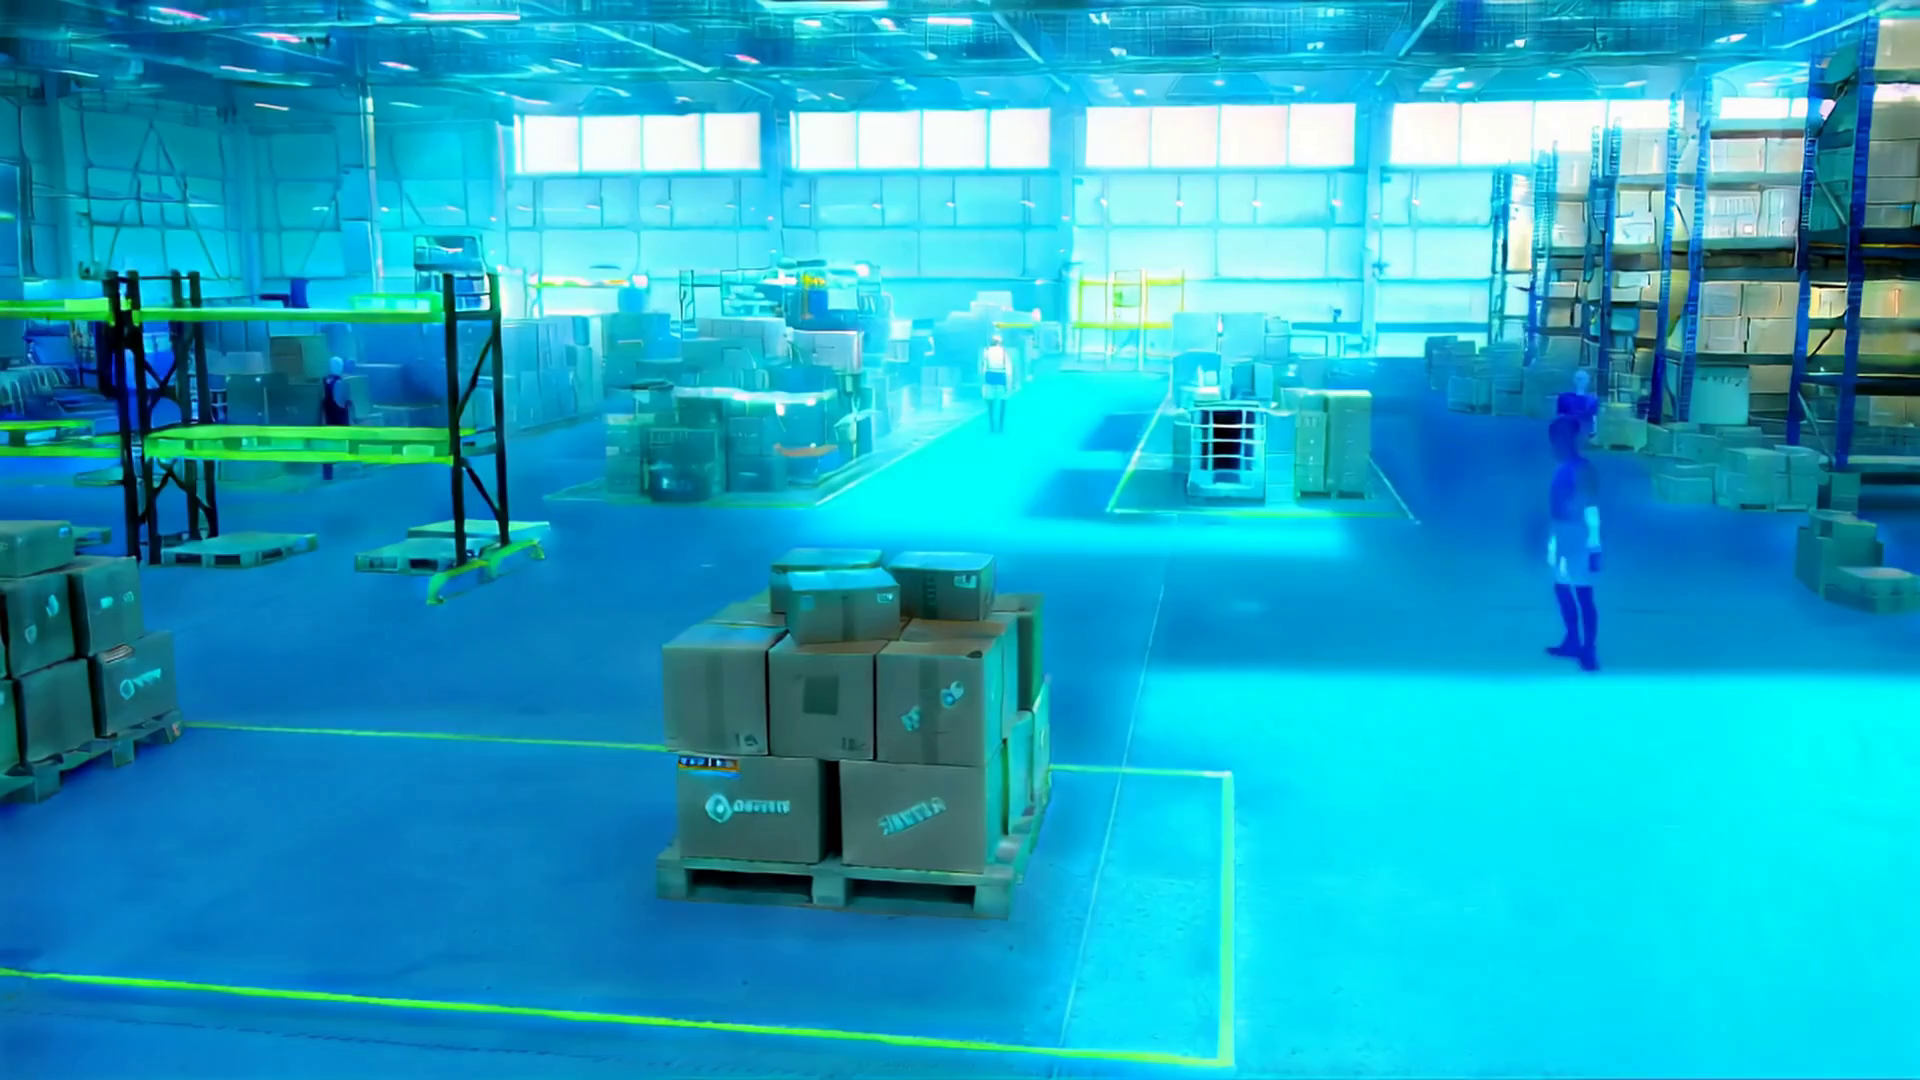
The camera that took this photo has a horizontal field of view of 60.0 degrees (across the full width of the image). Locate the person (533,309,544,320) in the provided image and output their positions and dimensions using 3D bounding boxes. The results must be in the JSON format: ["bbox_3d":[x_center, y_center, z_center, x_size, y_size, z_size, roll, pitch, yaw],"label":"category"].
[{"bbox_3d":[-11.964,-5.615,47.465,0.659,1.933,0.408,1,9,8],"label":"person"}]

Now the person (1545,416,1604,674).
[{"bbox_3d":[4.704,0.033,12.683,0.378,1.931,0.775,0,9,0],"label":"person"}]

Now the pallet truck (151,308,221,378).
[{"bbox_3d":[-21.869,-5.598,47.154,0.823,1.965,1.885,4,10,26],"label":"pallet truck"}]

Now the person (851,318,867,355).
[{"bbox_3d":[-2.592,-4.534,41.007,0.591,1.864,0.949,8,12,40],"label":"person"}]

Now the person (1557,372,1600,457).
[{"bbox_3d":[8.419,-1.448,22.592,0.553,1.653,0.858,1,9,3],"label":"person"}]

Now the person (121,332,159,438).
[{"bbox_3d":[-15.019,-2.842,30.431,0.646,1.914,0.803,0,9,1],"label":"person"}]

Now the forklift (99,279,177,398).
[{"bbox_3d":[-19.606,-4.720,39.027,1.873,2.768,1.129,1,9,9],"label":"forklift"}]

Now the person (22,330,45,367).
[{"bbox_3d":[-22.336,-4.231,39.950,0.557,1.591,0.839,7,11,36],"label":"person"}]

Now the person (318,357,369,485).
[{"bbox_3d":[-8.831,-1.721,23.833,0.542,1.799,0.956,5,10,28],"label":"person"}]

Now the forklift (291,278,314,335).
[{"bbox_3d":[-17.085,-5.399,43.215,1.873,2.768,1.129,-3,10,-17],"label":"forklift"}]

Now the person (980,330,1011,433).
[{"bbox_3d":[0.668,-2.967,31.147,0.578,1.920,0.653,0,9,2],"label":"person"}]

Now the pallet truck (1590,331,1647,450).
[{"bbox_3d":[11.253,-2.573,28.499,0.823,1.965,1.885,5,10,27],"label":"pallet truck"}]
